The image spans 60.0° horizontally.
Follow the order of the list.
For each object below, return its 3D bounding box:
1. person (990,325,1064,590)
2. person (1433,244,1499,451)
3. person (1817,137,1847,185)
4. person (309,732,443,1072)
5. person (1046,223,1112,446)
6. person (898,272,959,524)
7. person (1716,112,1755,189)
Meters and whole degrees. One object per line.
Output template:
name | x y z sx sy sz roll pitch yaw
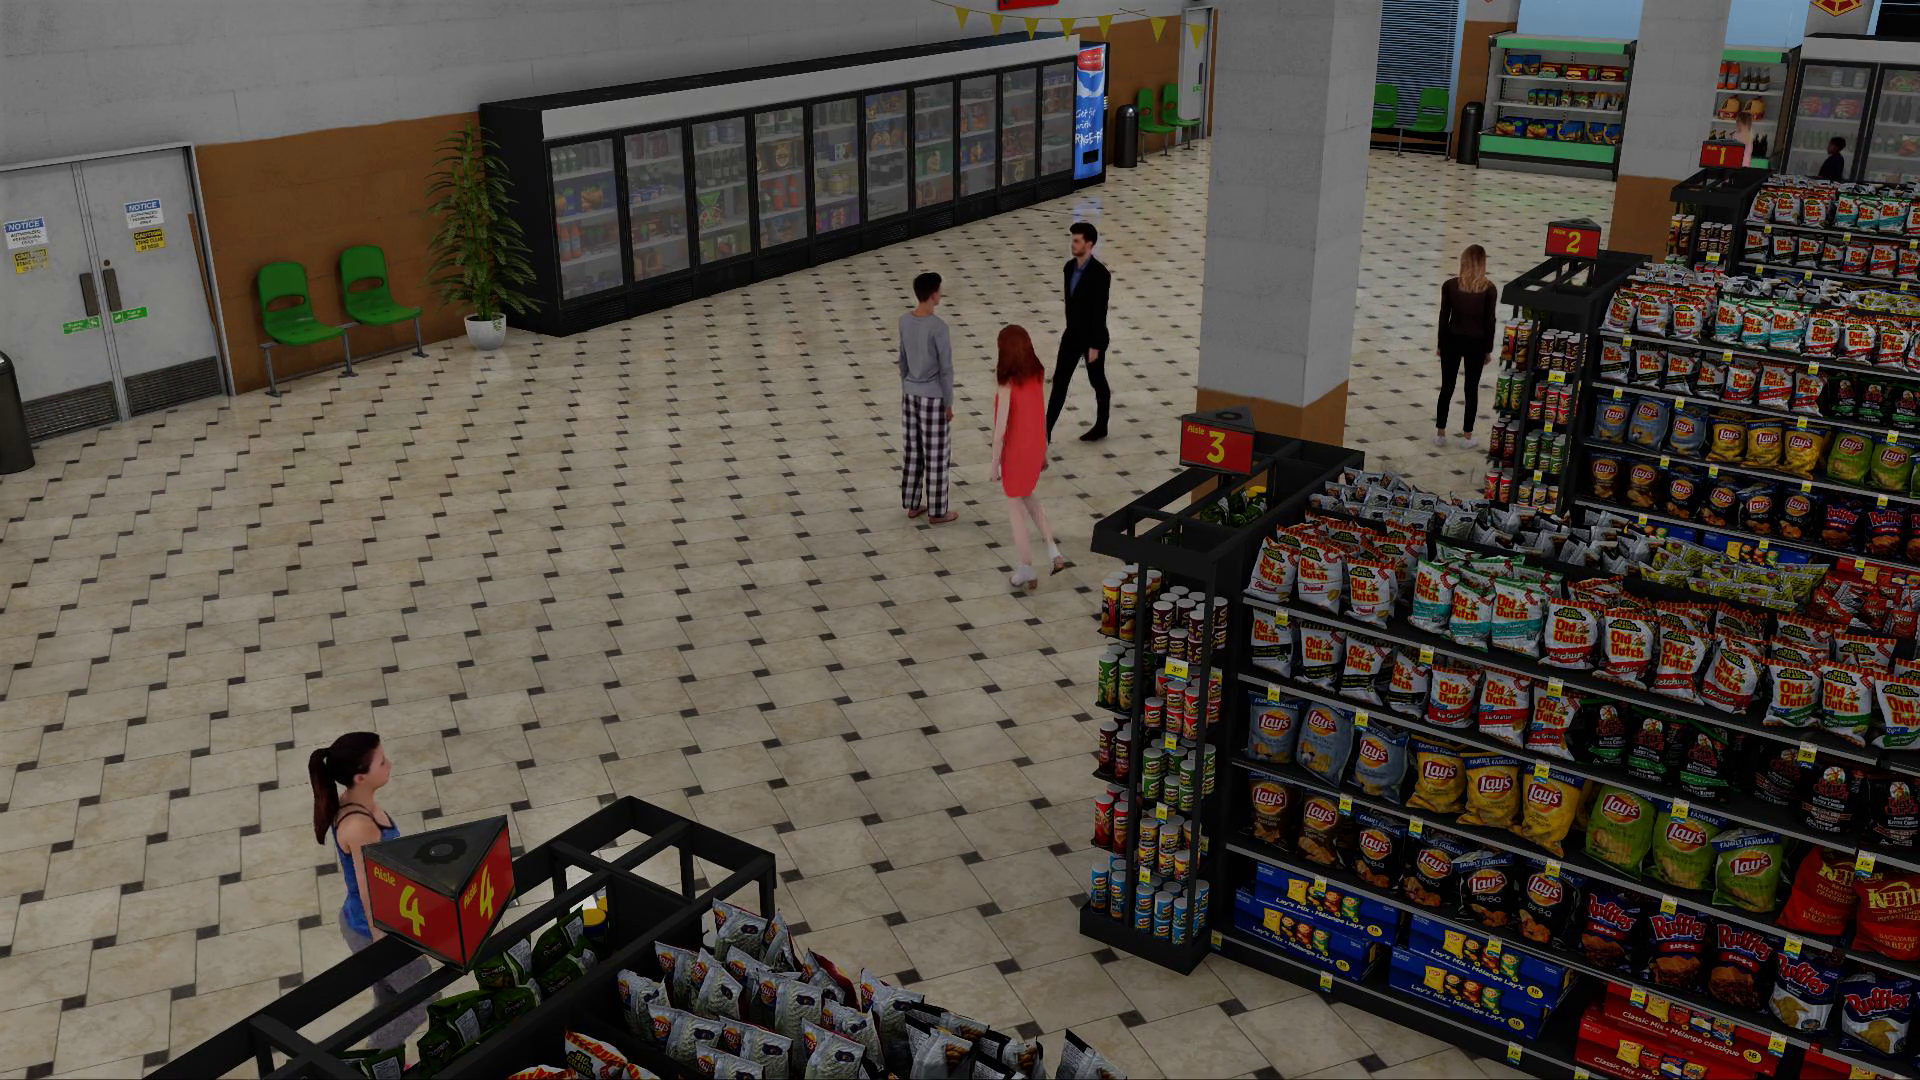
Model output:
person | 0.471 -0.489 10.807 0.679 1.809 0.763 -17 28 -36
person | 4.144 -1.588 13.685 0.492 1.703 0.696 10 24 24
person | 11.560 -4.648 21.918 0.909 1.243 0.584 19 28 38
person | -2.240 1.463 6.224 0.780 1.604 0.718 -10 24 -23
person | 1.093 -1.683 13.717 0.991 1.856 1.146 -16 27 -35
person | -0.248 -1.034 12.112 0.500 1.847 0.702 18 28 37
person | 9.903 -4.576 21.155 0.716 1.678 0.774 -14 26 -30
